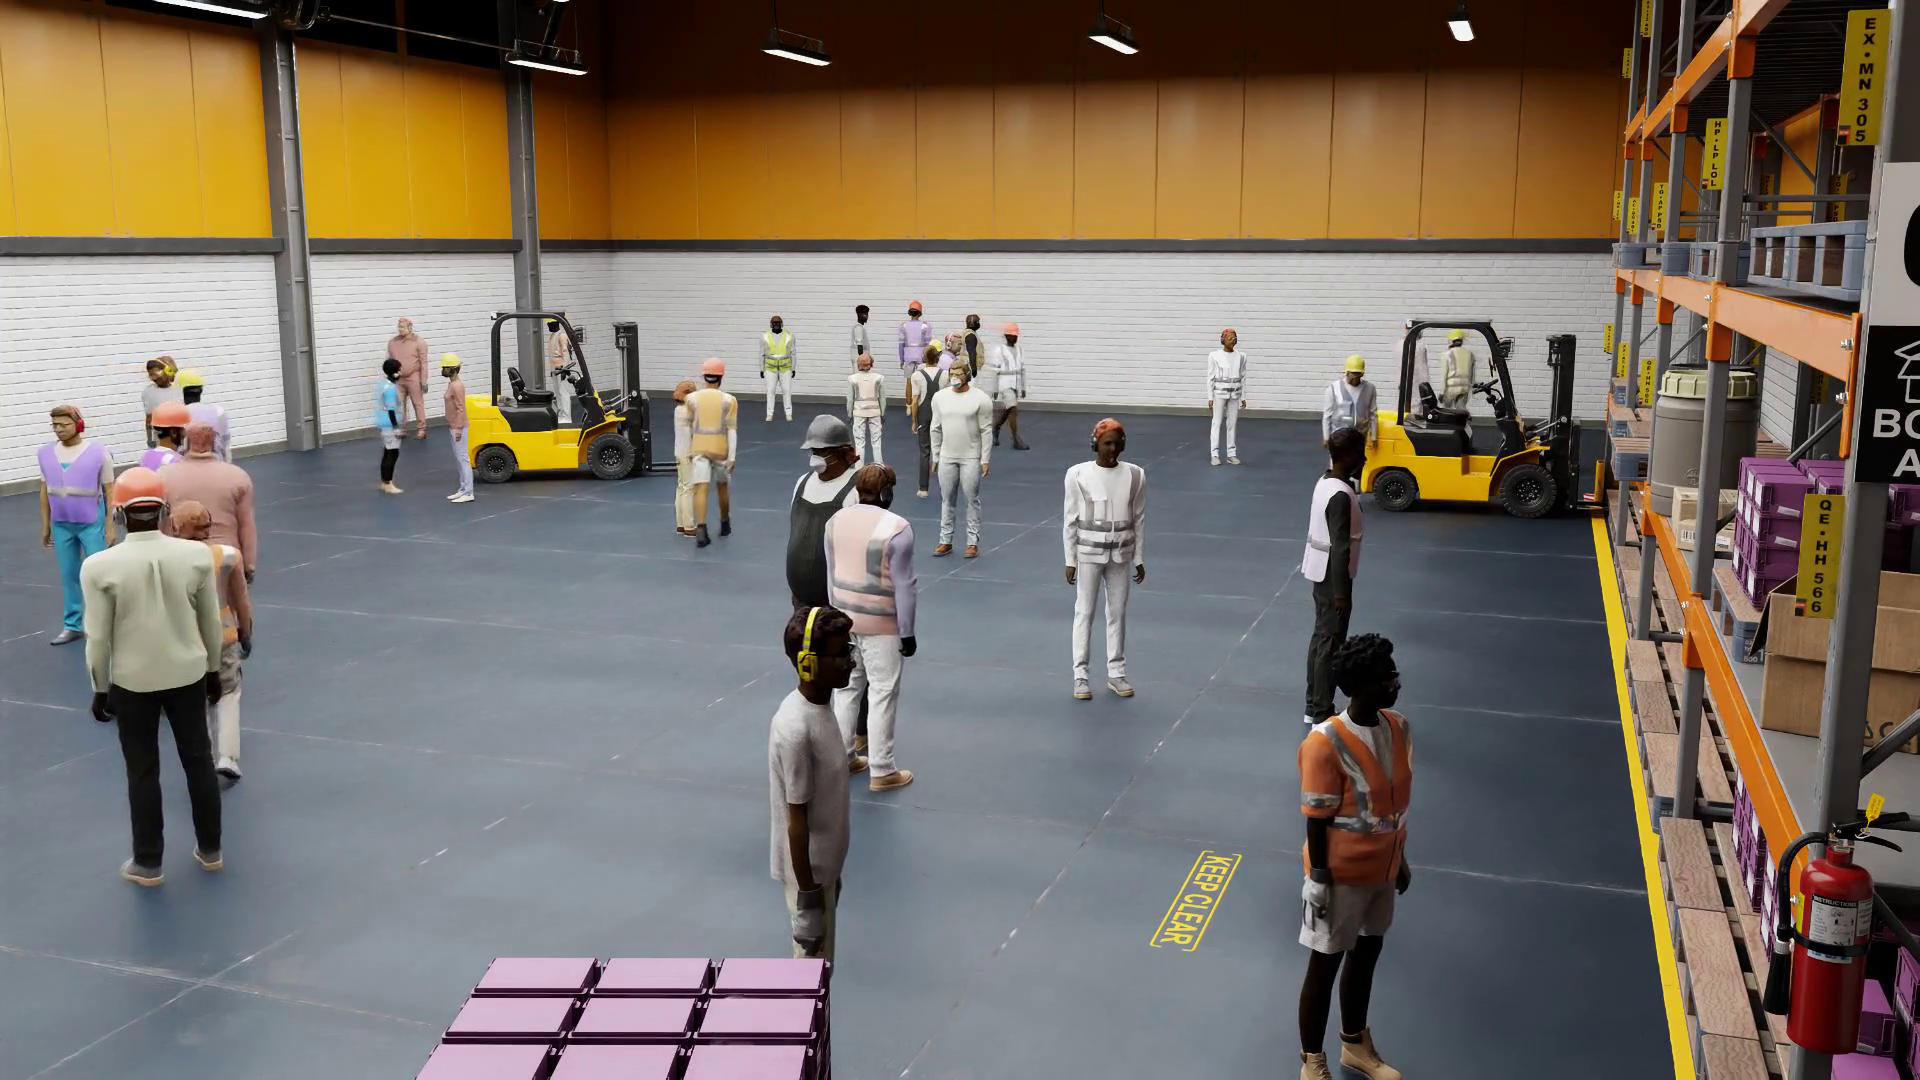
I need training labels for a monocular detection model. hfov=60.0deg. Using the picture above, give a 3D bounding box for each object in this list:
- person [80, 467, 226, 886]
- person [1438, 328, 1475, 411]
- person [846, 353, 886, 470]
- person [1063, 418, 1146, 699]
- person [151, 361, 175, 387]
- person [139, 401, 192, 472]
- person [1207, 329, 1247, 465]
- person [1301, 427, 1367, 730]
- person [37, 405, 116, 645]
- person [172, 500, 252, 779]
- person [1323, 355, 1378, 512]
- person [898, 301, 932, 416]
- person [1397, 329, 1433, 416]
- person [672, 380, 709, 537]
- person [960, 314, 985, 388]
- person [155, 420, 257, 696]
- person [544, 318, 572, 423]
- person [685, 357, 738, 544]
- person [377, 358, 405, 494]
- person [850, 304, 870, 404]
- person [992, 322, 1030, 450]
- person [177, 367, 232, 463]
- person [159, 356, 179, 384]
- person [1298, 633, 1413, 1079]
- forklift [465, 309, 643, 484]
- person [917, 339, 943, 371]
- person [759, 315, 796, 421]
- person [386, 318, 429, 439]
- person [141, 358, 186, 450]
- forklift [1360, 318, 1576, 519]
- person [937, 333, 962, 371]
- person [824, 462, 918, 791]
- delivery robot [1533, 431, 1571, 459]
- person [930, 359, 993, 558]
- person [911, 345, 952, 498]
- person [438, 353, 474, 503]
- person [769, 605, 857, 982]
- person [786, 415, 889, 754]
[{"bbox_3d":[-3.828,0.642,7.932,0.620,1.992,0.393,-9,14,-42],"label":"person"},{"bbox_3d":[7.273,-2.201,24.480,0.667,1.808,0.499,-4,11,-24],"label":"person"},{"bbox_3d":[-1.211,-1.589,21.511,0.515,1.636,0.314,-1,10,-8],"label":"person"},{"bbox_3d":[0.972,0.126,11.160,0.576,1.882,0.355,-3,10,-14],"label":"person"},{"bbox_3d":[-9.642,-1.368,20.277,0.520,1.620,0.341,7,12,35],"label":"person"},{"bbox_3d":[-5.554,-0.019,11.820,0.552,1.935,0.374,8,13,37],"label":"person"},{"bbox_3d":[3.688,-1.973,22.975,0.574,1.884,0.356,-3,10,-16],"label":"person"},{"bbox_3d":[2.320,0.254,10.336,0.375,1.917,0.598,1,10,4],"label":"person"},{"bbox_3d":[-6.682,-0.116,12.632,0.570,1.839,0.373,0,10,2],"label":"person"},{"bbox_3d":[-4.222,0.585,9.283,0.522,1.633,0.404,-6,12,-32],"label":"person"},{"bbox_3d":[4.426,-1.199,18.832,0.613,1.809,0.441,-1,10,-4],"label":"person"},{"bbox_3d":[-0.788,-3.228,29.593,0.607,2.044,0.372,1,10,6],"label":"person"},{"bbox_3d":[6.928,-2.391,25.284,0.472,1.901,0.671,-2,10,-13],"label":"person"},{"bbox_3d":[-2.833,-0.850,17.354,0.285,1.633,0.500,-5,11,-26],"label":"person"},{"bbox_3d":[0.218,-2.966,28.686,0.430,1.845,0.619,-1,10,-7],"label":"person"},{"bbox_3d":[-4.996,0.157,11.028,0.679,1.872,0.649,-5,11,-28],"label":"person"},{"bbox_3d":[-6.797,-2.902,28.089,0.382,1.923,0.593,-6,12,-32],"label":"person"},{"bbox_3d":[-2.537,-0.919,17.022,0.544,1.896,0.985,0,10,-2],"label":"person"},{"bbox_3d":[-6.982,-1.399,20.365,0.372,1.659,0.688,-4,11,-20],"label":"person"},{"bbox_3d":[-1.796,-3.256,29.977,0.373,1.962,0.605,-1,10,-7],"label":"person"},{"bbox_3d":[0.702,-2.317,24.868,0.553,1.907,0.932,-9,13,-41],"label":"person"},{"bbox_3d":[-6.927,-0.608,15.165,0.376,1.925,0.591,8,13,38],"label":"person"},{"bbox_3d":[-10.009,-1.520,21.128,0.280,1.632,0.501,2,10,13],"label":"person"},{"bbox_3d":[1.398,1.157,5.863,0.539,1.699,0.317,-8,13,-39],"label":"person"},{"bbox_3d":[-5.354,-1.902,21.697,2.313,2.155,1.214,-2,10,-13],"label":"forklift"},{"bbox_3d":[-0.323,-1.829,22.493,0.526,1.768,0.331,-1,10,-3],"label":"person"},{"bbox_3d":[-3.135,-2.951,28.656,0.645,1.831,0.431,-1,10,-7],"label":"person"},{"bbox_3d":[-8.632,-2.500,25.962,0.702,1.900,0.462,1,10,6],"label":"person"},{"bbox_3d":[-8.443,-1.060,18.018,0.698,1.828,0.452,-6,12,-31],"label":"person"},{"bbox_3d":[5.787,-1.437,19.079,2.313,2.155,1.214,3,11,19],"label":"forklift"},{"bbox_3d":[-0.099,-1.725,21.526,0.402,1.904,0.639,0,10,1],"label":"person"},{"bbox_3d":[-0.492,0.475,9.372,0.643,1.833,0.431,10,14,43],"label":"person"},{"bbox_3d":[7.805,-1.208,22.140,0.707,0.478,0.477,-8,13,-37],"label":"delivery robot"},{"bbox_3d":[0.010,-0.791,16.164,0.629,1.940,0.377,4,11,20],"label":"person"},{"bbox_3d":[-0.337,-1.419,19.977,0.506,1.840,0.343,-1,10,-8],"label":"person"},{"bbox_3d":[-5.955,-1.320,19.624,0.329,1.767,0.529,-4,11,-22],"label":"person"},{"bbox_3d":[-0.468,1.128,5.550,0.313,1.869,0.538,0,10,1],"label":"person"},{"bbox_3d":[-0.788,0.264,9.933,0.690,2.000,0.537,7,12,36],"label":"person"}]
